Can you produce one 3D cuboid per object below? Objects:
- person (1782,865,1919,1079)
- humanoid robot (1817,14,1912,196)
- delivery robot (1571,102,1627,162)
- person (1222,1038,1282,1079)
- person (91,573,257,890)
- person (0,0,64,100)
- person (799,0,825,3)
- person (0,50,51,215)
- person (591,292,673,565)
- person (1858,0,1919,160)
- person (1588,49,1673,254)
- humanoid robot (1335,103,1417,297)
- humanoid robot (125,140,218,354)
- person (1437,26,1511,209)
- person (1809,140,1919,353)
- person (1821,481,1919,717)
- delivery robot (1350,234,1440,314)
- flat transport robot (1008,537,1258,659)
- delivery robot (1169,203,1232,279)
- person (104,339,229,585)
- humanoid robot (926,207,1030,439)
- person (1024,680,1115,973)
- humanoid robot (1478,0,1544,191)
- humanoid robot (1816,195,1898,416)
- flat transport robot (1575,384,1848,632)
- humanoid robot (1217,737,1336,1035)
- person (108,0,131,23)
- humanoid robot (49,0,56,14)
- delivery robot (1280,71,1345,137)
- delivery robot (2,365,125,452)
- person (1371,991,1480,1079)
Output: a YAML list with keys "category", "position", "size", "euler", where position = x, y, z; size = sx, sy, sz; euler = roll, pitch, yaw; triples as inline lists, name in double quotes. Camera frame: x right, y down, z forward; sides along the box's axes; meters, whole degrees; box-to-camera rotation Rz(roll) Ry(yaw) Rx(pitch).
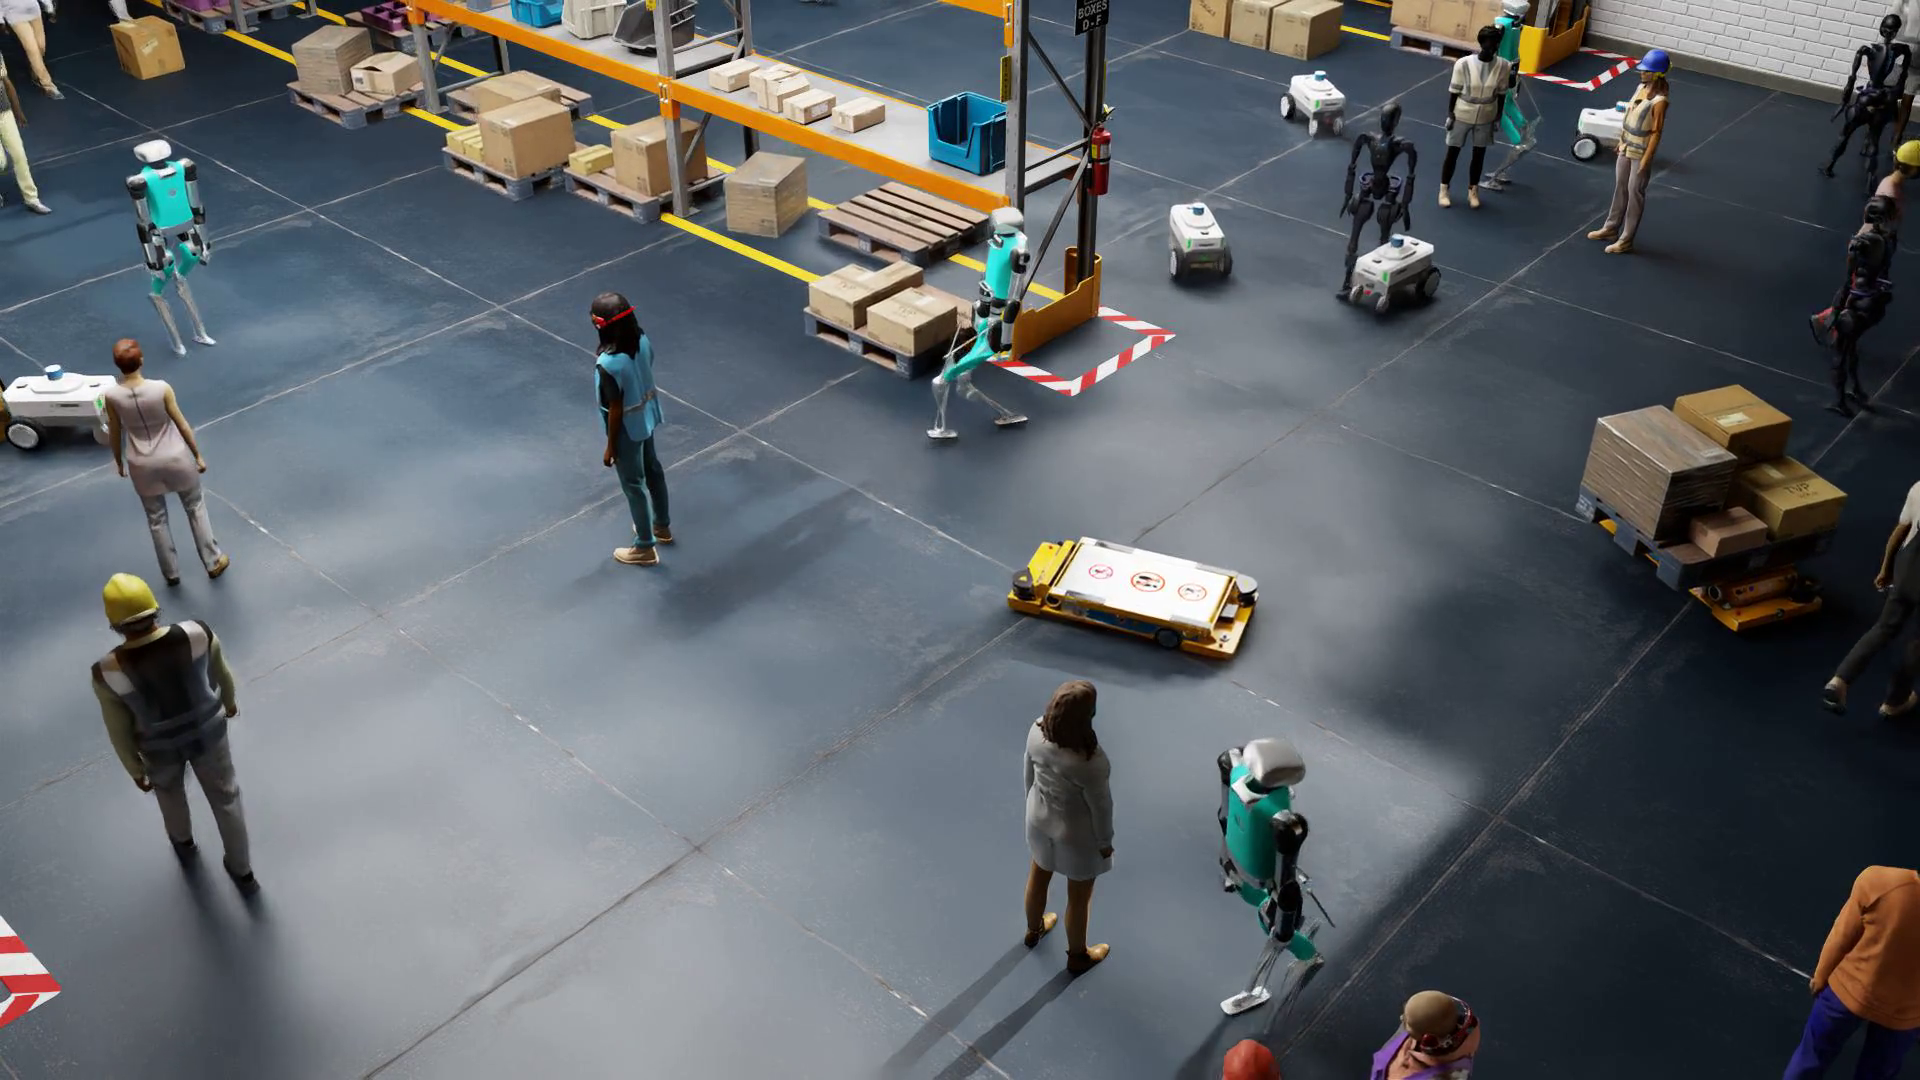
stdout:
- category: "person"
  position: [3.711, 1.818, 6.684]
  size: [0.515, 1.973, 0.401]
  euler: [19, 39, 25]
- category: "humanoid robot"
  position: [8.510, -4.080, 15.527]
  size: [0.610, 1.622, 0.810]
  euler: [-1, 35, -2]
- category: "delivery robot"
  position: [6.417, -4.006, 16.380]
  size: [0.791, 0.614, 0.499]
  euler: [14, 37, 20]
- category: "person"
  position: [1.002, 2.491, 5.916]
  size: [0.574, 1.725, 0.613]
  euler: [16, 38, 22]
- category: "person"
  position: [-3.853, 0.889, 8.169]
  size: [0.604, 1.799, 0.809]
  euler: [-22, 40, -29]
- category: "person"
  position: [-9.917, -5.594, 17.632]
  size: [0.727, 1.723, 0.579]
  euler: [19, 39, 26]
- category: "person"
  position: [-1.806, -7.388, 20.203]
  size: [0.417, 1.753, 0.529]
  euler: [3, 35, 4]
- category: "person"
  position: [-8.712, -3.811, 14.953]
  size: [0.546, 1.823, 0.582]
  euler: [18, 39, 24]
- category: "person"
  position: [-2.053, -0.682, 10.394]
  size: [0.390, 1.865, 0.520]
  euler: [11, 36, 16]
- category: "person"
  position: [9.163, -4.633, 16.067]
  size: [0.548, 1.927, 0.390]
  euler: [13, 37, 18]
- category: "person"
  position: [5.812, -3.344, 14.325]
  size: [0.312, 1.778, 0.469]
  euler: [-5, 35, -8]
- category: "humanoid robot"
  position: [3.438, -2.781, 13.654]
  size: [0.595, 1.660, 0.767]
  euler: [15, 37, 21]
- category: "humanoid robot"
  position: [-6.102, -2.232, 12.793]
  size: [0.742, 1.817, 0.531]
  euler: [23, 41, 29]
- category: "person"
  position: [4.675, -3.843, 15.127]
  size: [0.533, 1.694, 0.320]
  euler: [2, 35, 3]
- category: "person"
  position: [6.979, -2.222, 12.718]
  size: [0.426, 1.750, 0.532]
  euler: [19, 39, 25]
- category: "person"
  position: [5.219, 0.270, 9.050]
  size: [0.666, 1.825, 0.510]
  euler: [-18, 38, -24]
- category: "delivery robot"
  position: [3.613, -2.248, 13.825]
  size: [0.805, 0.606, 0.499]
  euler: [-27, 43, -33]
- category: "flat transport robot"
  position: [1.078, 0.333, 10.327]
  size: [1.431, 0.231, 0.659]
  euler: [13, 37, 18]
- category: "delivery robot"
  position: [2.039, -2.606, 14.332]
  size: [0.499, 0.592, 0.795]
  euler: [-4, 35, -5]
- category: "person"
  position: [-4.946, -0.472, 10.277]
  size: [0.510, 1.650, 0.301]
  euler: [-9, 36, -13]
- category: "humanoid robot"
  position: [0.043, -1.438, 11.645]
  size: [0.991, 1.756, 0.531]
  euler: [-12, 37, -17]
- category: "person"
  position: [0.507, 1.309, 7.687]
  size: [0.487, 1.659, 0.337]
  euler: [27, 43, 33]
- category: "humanoid robot"
  position: [5.167, -4.104, 15.407]
  size: [0.687, 1.737, 0.530]
  euler: [27, 43, 33]
- category: "humanoid robot"
  position: [6.523, -1.694, 12.037]
  size: [0.612, 1.641, 0.397]
  euler: [-20, 39, -26]
- category: "flat transport robot"
  position: [4.777, 0.056, 10.729]
  size: [0.659, 0.231, 1.431]
  euler: [-12, 36, -17]
- category: "humanoid robot"
  position: [1.438, 1.540, 7.323]
  size: [0.674, 1.831, 0.552]
  euler: [-15, 37, -20]
- category: "person"
  position: [-10.061, -6.918, 19.429]
  size: [0.674, 1.851, 0.988]
  euler: [-29, 44, -35]
- category: "humanoid robot"
  position: [-11.267, -7.166, 19.947]
  size: [0.535, 1.831, 0.707]
  euler: [-11, 36, -15]
- category: "delivery robot"
  position: [3.660, -4.522, 17.126]
  size: [0.499, 0.613, 0.802]
  euler: [-8, 35, -11]
- category: "delivery robot"
  position: [-6.463, -0.967, 11.974]
  size: [0.809, 0.611, 0.499]
  euler: [-1, 35, -1]
- category: "person"
  position: [1.689, 2.283, 6.249]
  size: [0.349, 1.690, 0.480]
  euler: [-2, 35, -3]
